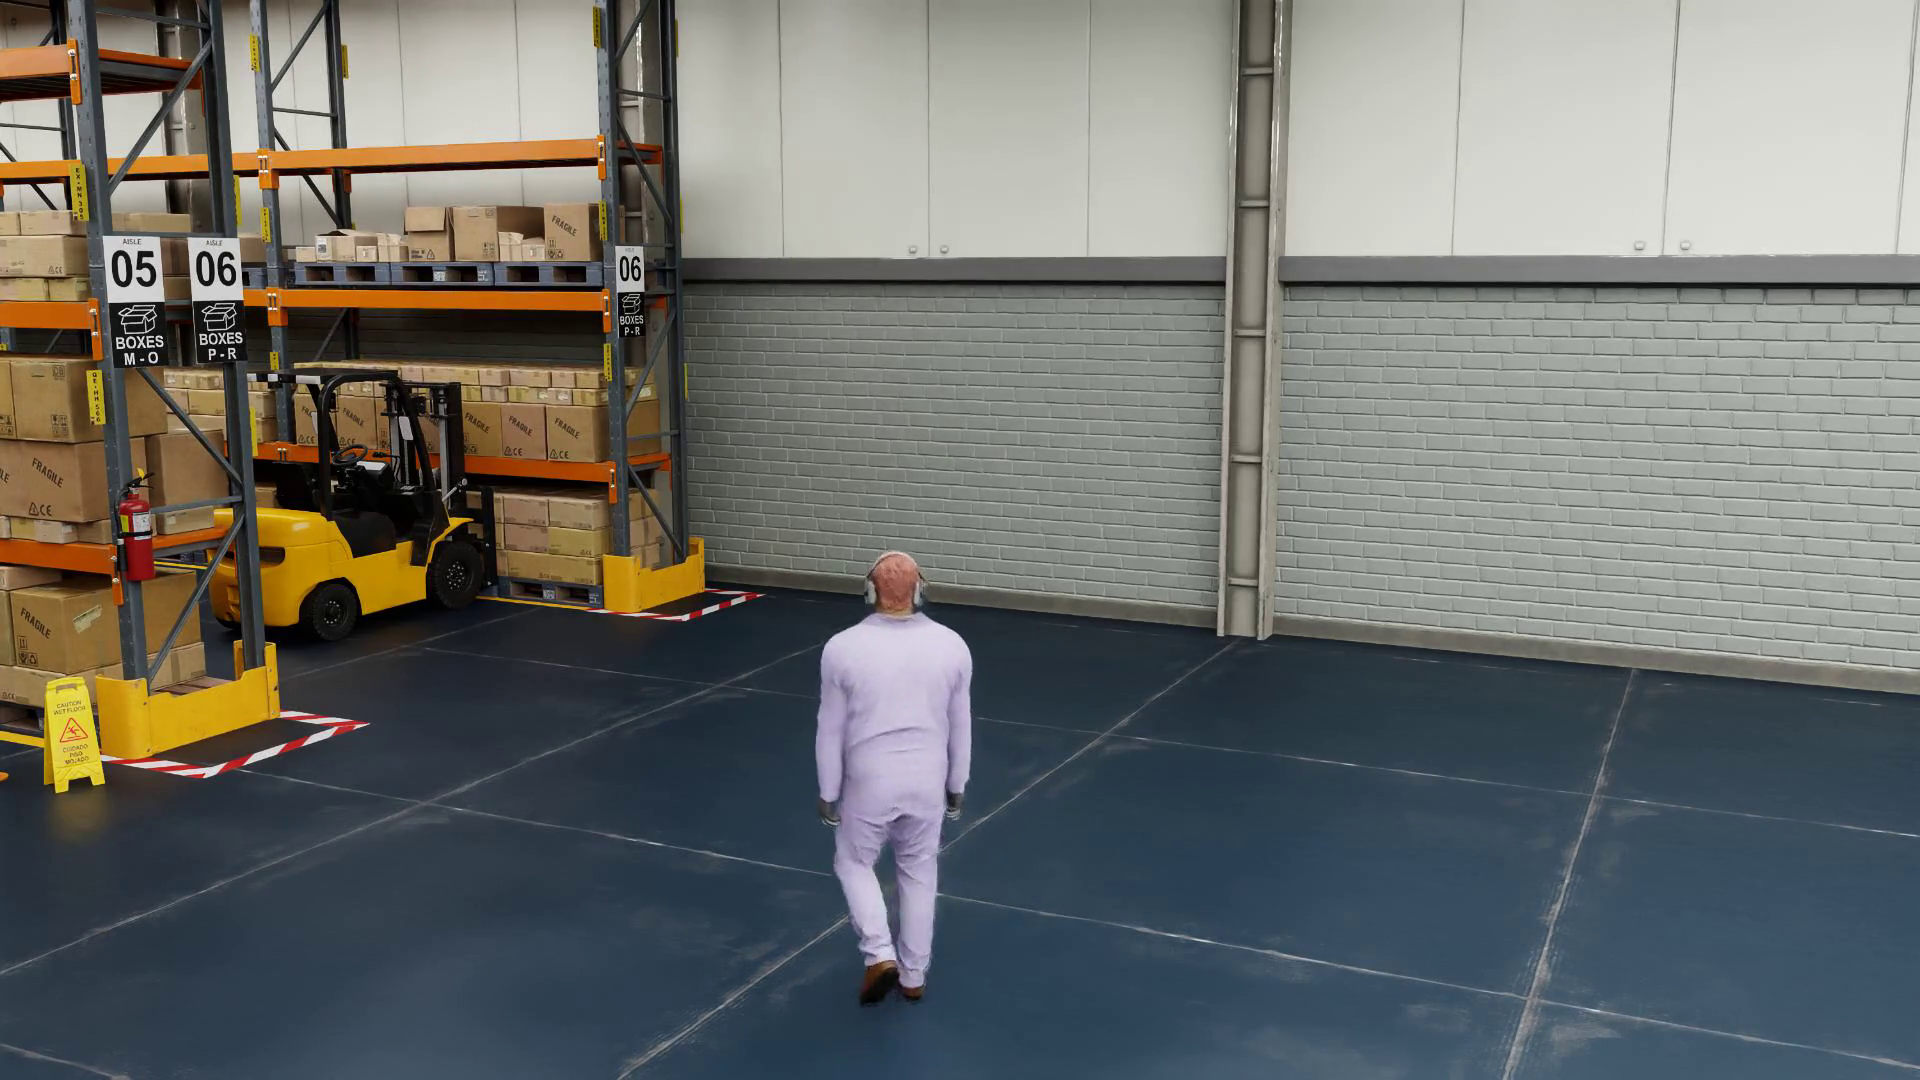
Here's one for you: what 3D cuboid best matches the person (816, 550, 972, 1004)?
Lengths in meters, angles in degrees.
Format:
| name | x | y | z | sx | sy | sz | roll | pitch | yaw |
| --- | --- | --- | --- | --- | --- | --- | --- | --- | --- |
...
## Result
| name | x | y | z | sx | sy | sz | roll | pitch | yaw |
| --- | --- | --- | --- | --- | --- | --- | --- | --- | --- |
| person | -0.258 | 0.993 | 6.781 | 0.662 | 1.897 | 0.508 | -3 | 10 | -17 |
